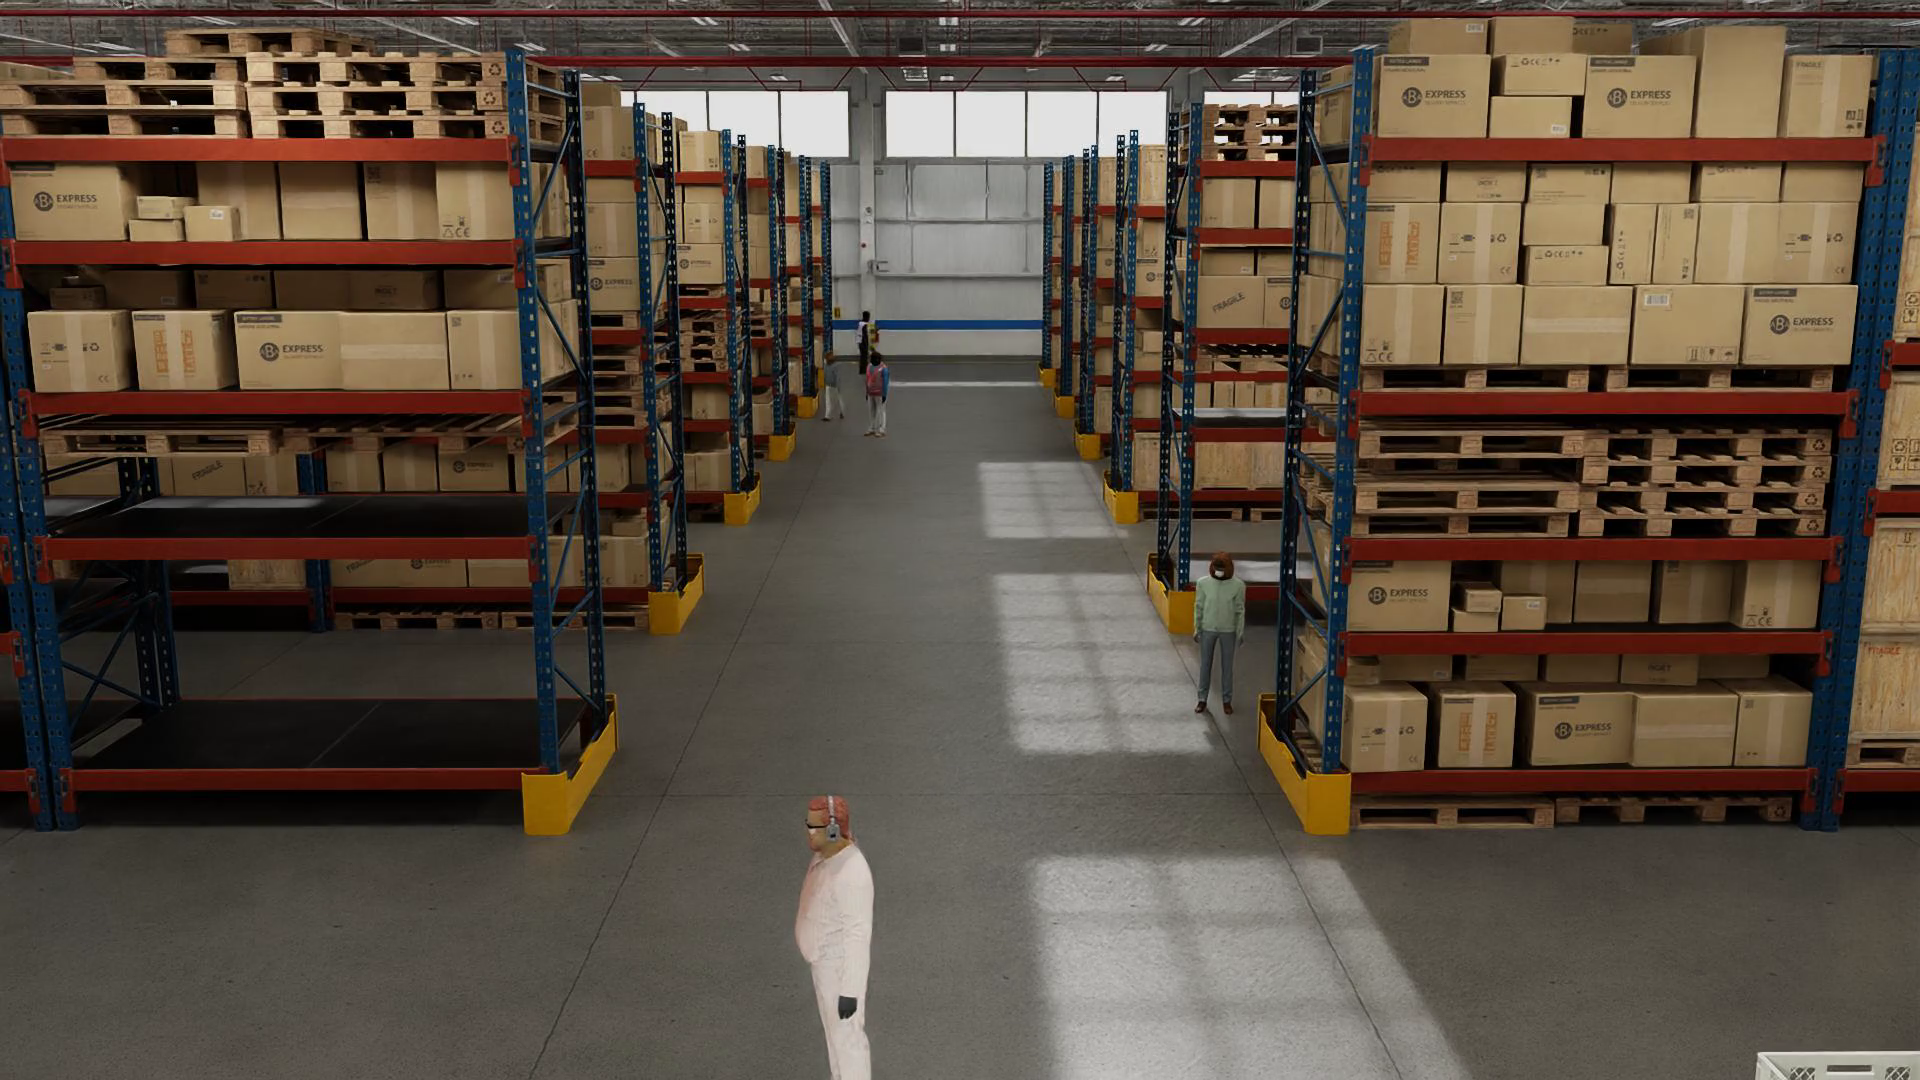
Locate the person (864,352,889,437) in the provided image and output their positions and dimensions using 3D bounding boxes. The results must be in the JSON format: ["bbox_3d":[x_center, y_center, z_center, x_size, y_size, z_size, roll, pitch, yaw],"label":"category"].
[{"bbox_3d":[-1.813,-3.138,35.841,0.624,1.844,0.429,10,15,41],"label":"person"}]

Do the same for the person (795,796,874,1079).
[{"bbox_3d":[-0.678,2.273,8.860,0.401,1.906,0.651,-4,12,-17],"label":"person"}]

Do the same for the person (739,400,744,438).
[{"bbox_3d":[-4.166,-1.944,29.574,0.713,1.982,0.992,2,12,8],"label":"person"}]

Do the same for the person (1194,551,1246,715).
[{"bbox_3d":[2.541,0.904,16.322,0.499,1.633,0.282,2,12,11],"label":"person"}]

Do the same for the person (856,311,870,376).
[{"bbox_3d":[-2.817,-5.725,48.501,0.412,1.908,0.687,-3,12,-13],"label":"person"}]

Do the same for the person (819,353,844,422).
[{"bbox_3d":[-2.946,-3.537,38.479,0.570,1.579,0.830,8,14,34],"label":"person"}]
